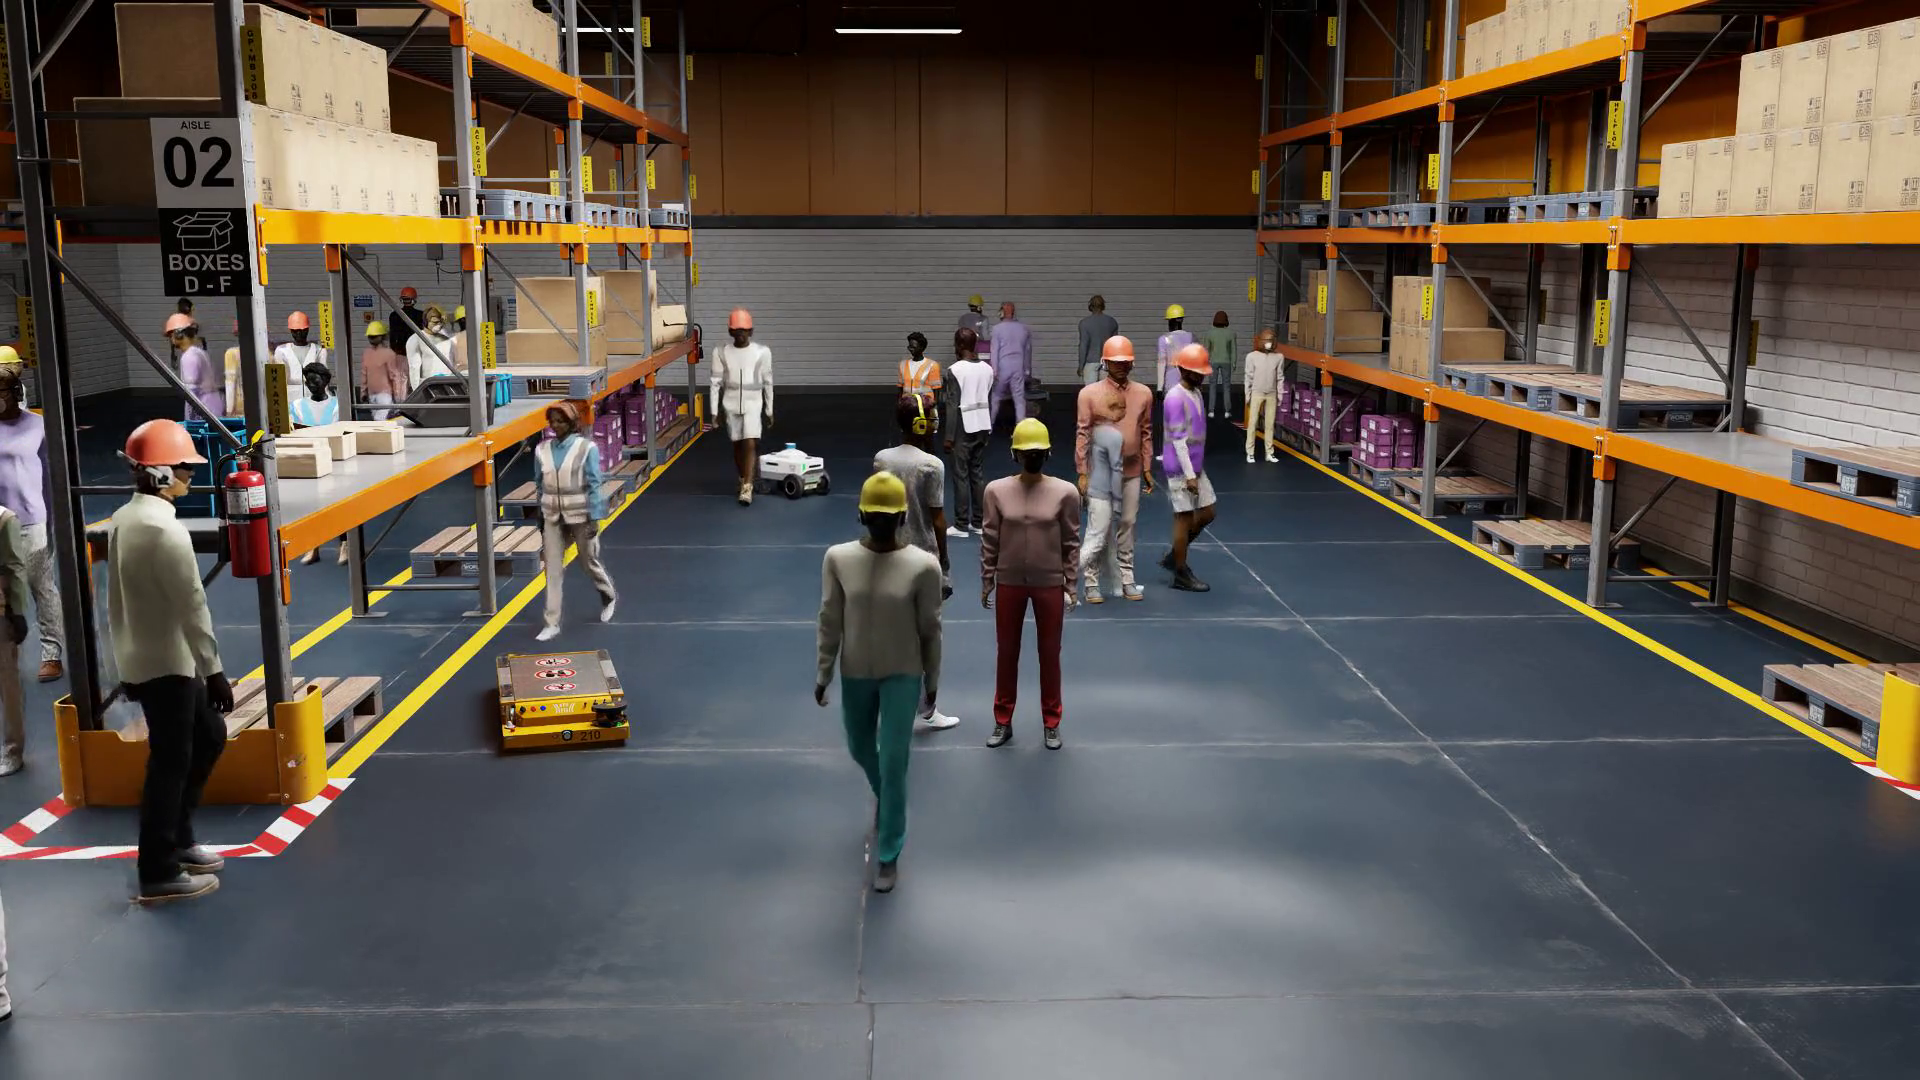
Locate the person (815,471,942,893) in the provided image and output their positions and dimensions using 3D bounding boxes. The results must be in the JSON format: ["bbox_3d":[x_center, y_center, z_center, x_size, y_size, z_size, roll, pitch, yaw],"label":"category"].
[{"bbox_3d":[-0.325,0.546,7.160,0.525,1.734,0.807,2,10,13],"label":"person"}]

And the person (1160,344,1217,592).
[{"bbox_3d":[1.768,-0.549,12.748,0.413,1.912,0.554,7,12,33],"label":"person"}]

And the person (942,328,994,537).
[{"bbox_3d":[0.081,-0.981,15.194,0.412,1.905,0.606,8,13,37],"label":"person"}]

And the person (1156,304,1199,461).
[{"bbox_3d":[2.642,-1.919,20.383,0.588,1.918,0.397,-6,12,-29],"label":"person"}]

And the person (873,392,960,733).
[{"bbox_3d":[-0.253,0.125,9.139,0.538,1.866,0.312,8,13,38],"label":"person"}]

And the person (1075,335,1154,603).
[{"bbox_3d":[1.160,-0.523,12.386,0.623,1.992,0.391,-3,11,-18],"label":"person"}]

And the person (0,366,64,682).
[{"bbox_3d":[-5.750,-0.089,10.125,0.627,1.941,0.370,-1,10,-8],"label":"person"}]

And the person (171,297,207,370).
[{"bbox_3d":[-11.950,-2.852,25.830,0.525,1.841,0.876,-3,11,-15],"label":"person"}]

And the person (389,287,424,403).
[{"bbox_3d":[-8.425,-2.887,25.550,0.622,1.996,0.370,0,10,-2],"label":"person"}]

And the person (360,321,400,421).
[{"bbox_3d":[-6.969,-1.786,20.137,0.529,1.743,0.786,6,12,29],"label":"person"}]

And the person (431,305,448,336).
[{"bbox_3d":[-7.499,-2.493,23.991,0.405,1.784,0.785,-1,10,-3],"label":"person"}]

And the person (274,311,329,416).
[{"bbox_3d":[-7.060,-1.484,17.899,0.544,1.939,0.354,-4,11,-23],"label":"person"}]

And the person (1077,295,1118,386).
[{"bbox_3d":[1.928,-2.469,23.399,0.636,1.932,0.355,-5,12,-28],"label":"person"}]

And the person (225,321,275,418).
[{"bbox_3d":[-7.527,-1.402,17.584,0.502,1.888,0.606,8,13,39],"label":"person"}]

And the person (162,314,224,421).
[{"bbox_3d":[-7.516,-1.221,16.355,0.869,1.977,0.637,-4,11,-21],"label":"person"}]

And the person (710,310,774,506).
[{"bbox_3d":[-2.243,-1.358,17.064,0.633,1.986,1.041,0,10,-1],"label":"person"}]

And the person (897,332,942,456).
[{"bbox_3d":[-0.465,-1.440,18.329,0.542,1.695,0.316,5,11,27],"label":"person"}]

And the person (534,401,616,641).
[{"bbox_3d":[-2.665,-0.158,11.441,0.527,1.617,0.764,3,11,16],"label":"person"}]

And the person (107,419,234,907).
[{"bbox_3d":[-3.194,0.498,6.770,0.544,1.975,0.629,-8,13,-37],"label":"person"}]

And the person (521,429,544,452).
[{"bbox_3d":[-5.446,-2.038,21.283,0.619,1.835,0.430,-7,12,-34],"label":"person"}]

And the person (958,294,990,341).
[{"bbox_3d":[0.249,-3.047,26.899,0.591,1.834,0.404,7,12,35],"label":"person"}]

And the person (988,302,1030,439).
[{"bbox_3d":[0.612,-2.314,22.725,0.673,1.856,0.991,-6,12,-30],"label":"person"}]

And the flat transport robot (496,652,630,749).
[{"bbox_3d":[-2.276,0.870,9.433,0.652,0.197,1.431,-3,11,-16],"label":"flat transport robot"}]

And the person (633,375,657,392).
[{"bbox_3d":[-4.818,-2.813,25.297,0.543,1.940,0.360,-1,10,-7],"label":"person"}]

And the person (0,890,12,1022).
[{"bbox_3d":[-3.509,0.741,5.608,0.663,1.905,0.402,10,14,43],"label":"person"}]

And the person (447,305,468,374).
[{"bbox_3d":[-6.017,-1.937,20.530,0.615,1.897,0.597,-3,11,-15],"label":"person"}]

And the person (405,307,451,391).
[{"bbox_3d":[-6.060,-1.704,19.136,0.371,1.936,0.627,5,11,26],"label":"person"}]

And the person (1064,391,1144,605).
[{"bbox_3d":[1.039,-0.325,12.372,0.772,1.598,0.511,-3,11,-18],"label":"person"}]

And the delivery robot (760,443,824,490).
[{"bbox_3d":[-1.782,-0.781,17.574,0.707,0.478,0.477,8,13,39],"label":"delivery robot"}]

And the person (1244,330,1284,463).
[{"bbox_3d":[3.692,-1.744,20.225,0.504,1.626,0.284,-2,10,-11],"label":"person"}]

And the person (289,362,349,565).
[{"bbox_3d":[-5.292,-0.632,13.823,0.540,1.695,0.317,-1,10,-6],"label":"person"}]

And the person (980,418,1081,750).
[{"bbox_3d":[0.367,0.236,8.793,0.533,1.768,0.313,2,10,8],"label":"person"}]

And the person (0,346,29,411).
[{"bbox_3d":[-8.623,-0.890,15.129,0.487,1.744,0.312,3,11,18],"label":"person"}]

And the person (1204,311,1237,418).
[{"bbox_3d":[3.971,-2.681,25.416,0.504,1.631,0.279,2,10,9],"label":"person"}]

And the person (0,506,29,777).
[{"bbox_3d":[-4.946,0.380,8.398,0.533,1.639,0.367,0,10,2],"label":"person"}]
